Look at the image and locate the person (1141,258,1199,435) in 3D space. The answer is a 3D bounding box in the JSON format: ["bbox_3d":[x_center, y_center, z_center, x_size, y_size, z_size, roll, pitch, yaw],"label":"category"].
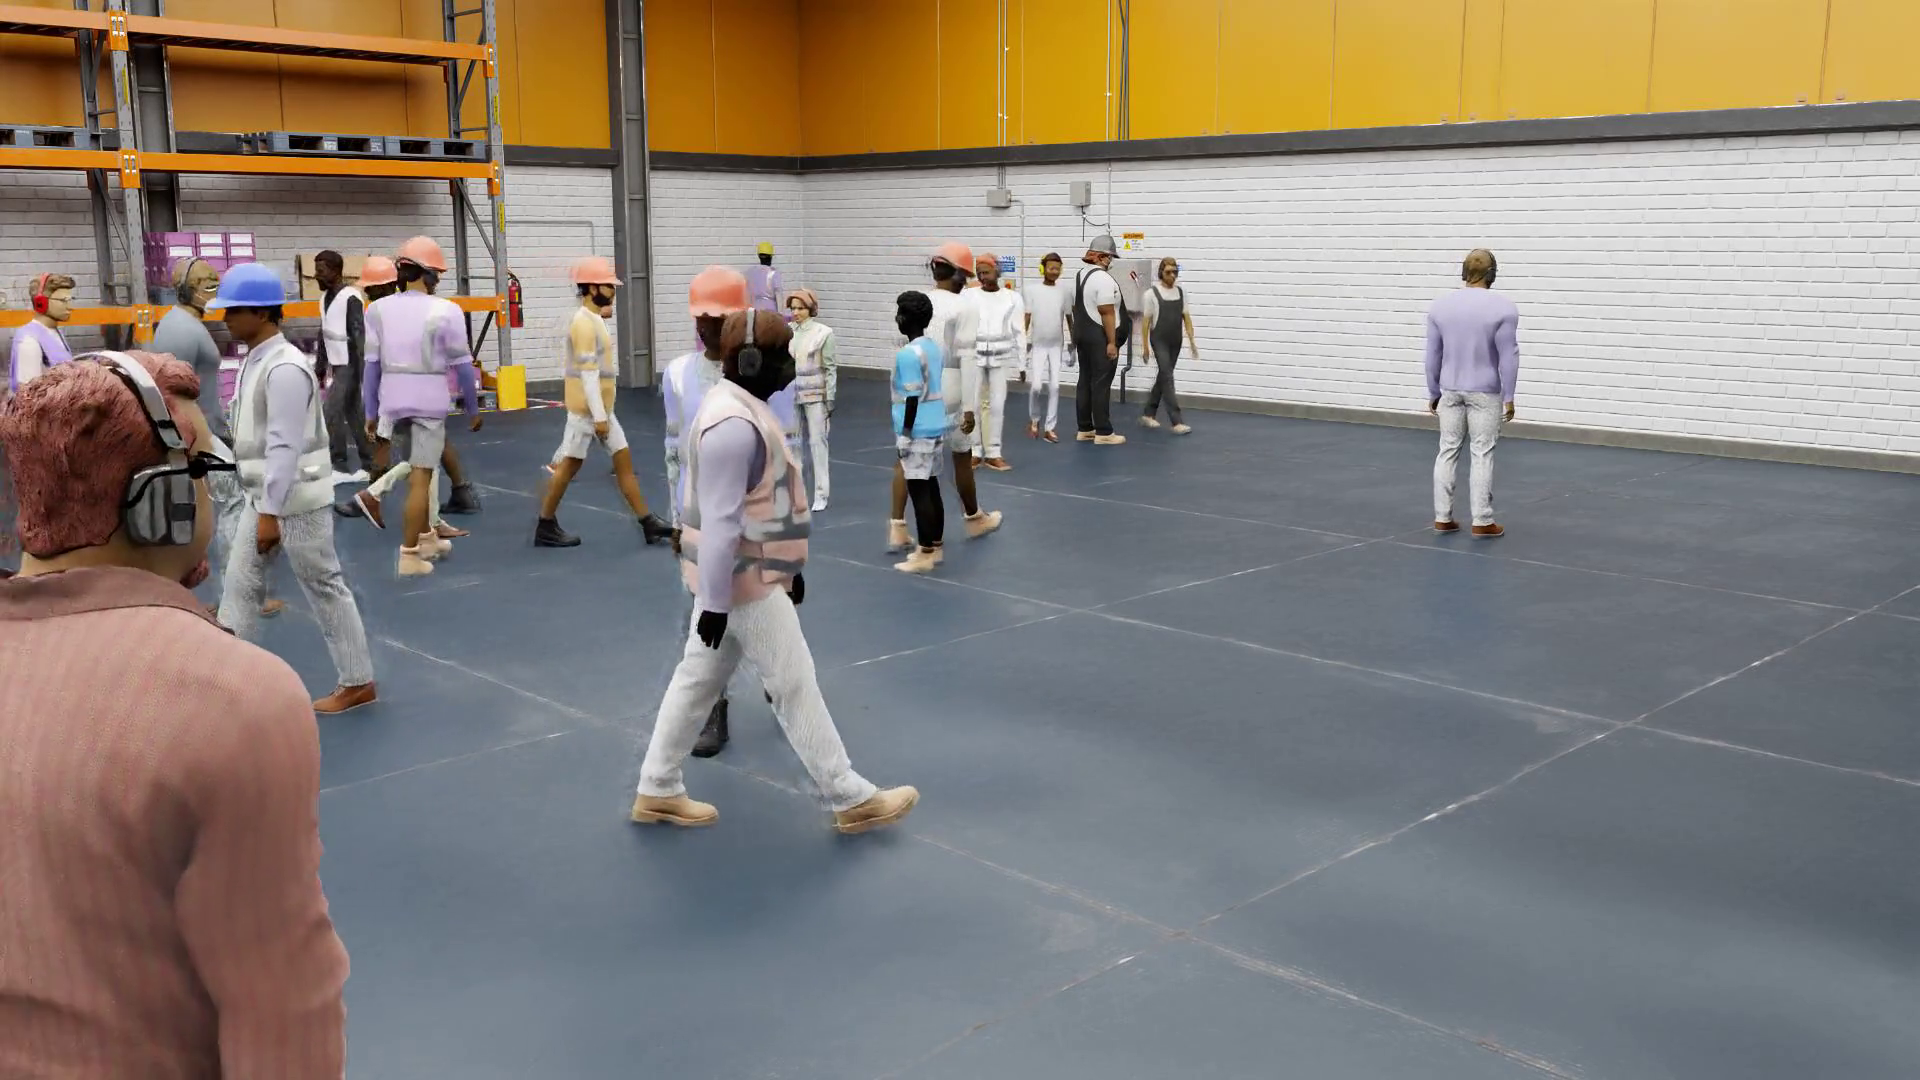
[{"bbox_3d":[2.137,-2.006,17.160,0.537,1.798,0.969,-6,12,-28],"label":"person"}]

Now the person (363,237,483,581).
[{"bbox_3d":[-3.183,-0.797,9.983,0.622,2.001,0.902,3,11,14],"label":"person"}]

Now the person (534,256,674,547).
[{"bbox_3d":[-2.322,-0.876,10.735,1.019,1.882,0.565,0,10,0],"label":"person"}]

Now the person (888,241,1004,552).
[{"bbox_3d":[-0.110,-0.928,10.773,0.714,1.967,1.054,8,13,36],"label":"person"}]

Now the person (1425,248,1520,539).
[{"bbox_3d":[3.422,-0.974,11.139,0.635,1.936,0.355,9,14,41],"label":"person"}]

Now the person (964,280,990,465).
[{"bbox_3d":[0.131,-1.471,14.677,0.497,1.633,0.284,1,10,5],"label":"person"}]

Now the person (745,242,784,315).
[{"bbox_3d":[-2.682,-3.145,23.009,0.595,1.923,0.377,5,12,26],"label":"person"}]

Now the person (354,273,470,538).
[{"bbox_3d":[-3.676,-0.902,11.026,0.647,1.844,0.521,-3,11,-15],"label":"person"}]

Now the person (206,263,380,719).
[{"bbox_3d":[-2.892,-0.162,6.801,0.971,1.898,0.639,-8,13,-38],"label":"person"}]

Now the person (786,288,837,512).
[{"bbox_3d":[-1.148,-1.027,12.240,0.512,1.640,0.312,4,11,22],"label":"person"}]

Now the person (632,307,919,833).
[{"bbox_3d":[-0.674,0.122,5.585,1.003,1.786,0.647,-1,10,-6],"label":"person"}]

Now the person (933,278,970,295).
[{"bbox_3d":[0.008,-1.958,16.845,0.620,1.807,0.615,7,13,34],"label":"person"}]

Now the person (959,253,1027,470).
[{"bbox_3d":[0.241,-1.515,14.258,0.656,1.873,0.376,1,10,3],"label":"person"}]

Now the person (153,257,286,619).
[{"bbox_3d":[-3.895,-0.508,8.674,0.786,1.900,0.657,-6,12,-30],"label":"person"}]

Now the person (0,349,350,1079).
[{"bbox_3d":[-0.941,0.705,2.108,0.680,1.883,0.688,4,11,21],"label":"person"}]

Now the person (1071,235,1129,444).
[{"bbox_3d":[1.389,-1.965,16.259,0.535,2.000,0.674,-5,11,-24],"label":"person"}]

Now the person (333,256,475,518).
[{"bbox_3d":[-3.988,-1.081,11.898,0.997,1.880,0.610,0,10,-2],"label":"person"}]

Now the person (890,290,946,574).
[{"bbox_3d":[-0.254,-0.644,9.992,0.317,1.695,0.540,3,11,16],"label":"person"}]

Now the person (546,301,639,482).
[{"bbox_3d":[-3.075,-1.283,13.757,0.816,1.600,0.510,-7,12,-33],"label":"person"}]

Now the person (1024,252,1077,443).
[{"bbox_3d":[0.870,-1.883,16.297,0.556,1.858,0.381,-2,11,-10],"label":"person"}]

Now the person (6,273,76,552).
[{"bbox_3d":[-4.989,-0.572,9.280,0.656,1.812,0.554,-5,11,-24],"label":"person"}]

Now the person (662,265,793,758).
[{"bbox_3d":[-0.900,-0.136,6.649,0.543,1.917,0.692,3,11,14],"label":"person"}]

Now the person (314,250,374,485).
[{"bbox_3d":[-5.081,-1.383,13.469,0.739,1.890,0.639,-9,14,-40],"label":"person"}]
